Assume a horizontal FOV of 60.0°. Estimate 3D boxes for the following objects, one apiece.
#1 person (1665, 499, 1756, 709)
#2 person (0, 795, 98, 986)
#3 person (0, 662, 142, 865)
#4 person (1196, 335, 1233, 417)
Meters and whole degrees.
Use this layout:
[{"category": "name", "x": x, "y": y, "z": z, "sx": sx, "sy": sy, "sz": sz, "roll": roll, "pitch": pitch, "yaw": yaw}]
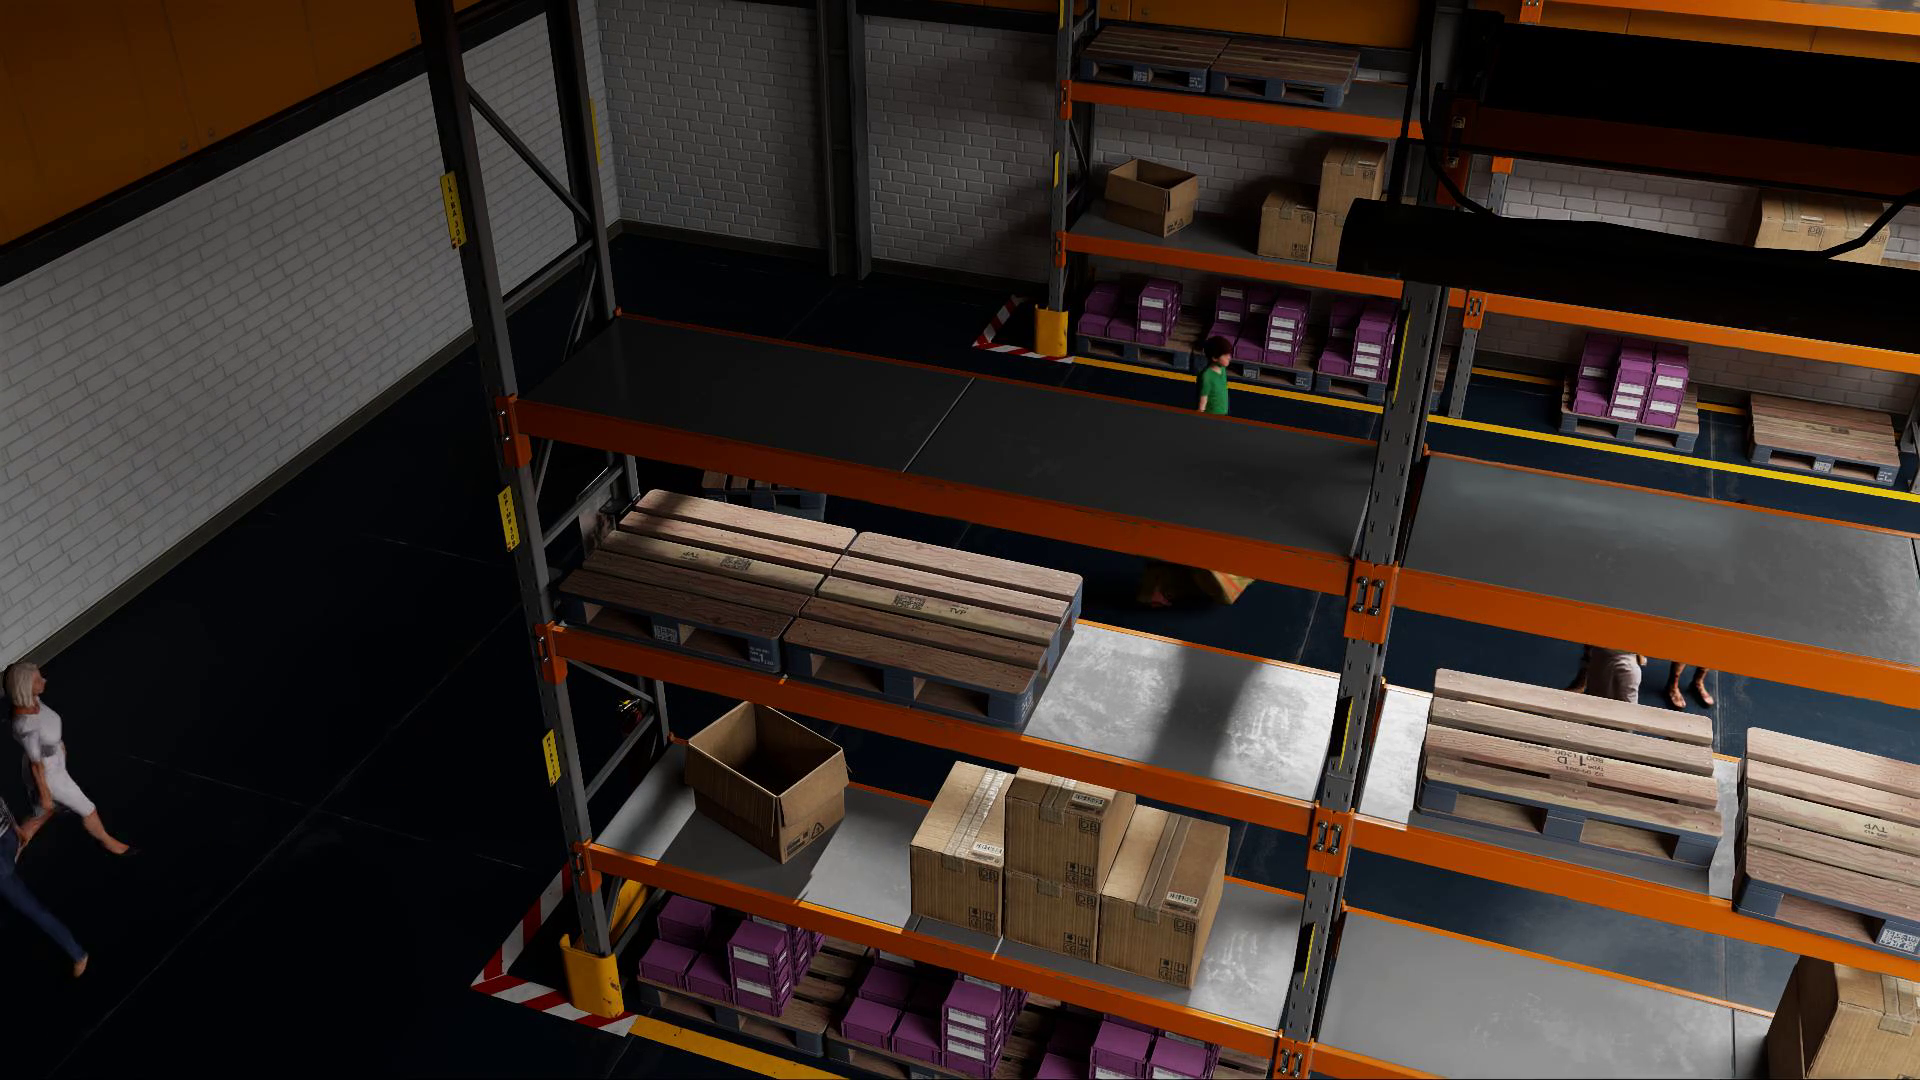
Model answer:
[{"category": "person", "x": 5.382, "y": 0.445, "z": 11.856, "sx": 0.610, "sy": 1.717, "sz": 0.718, "roll": -6, "pitch": 34, "yaw": -9}, {"category": "person", "x": -5.514, "y": 1.894, "z": 9.662, "sx": 1.193, "sy": 1.733, "sz": 0.907, "roll": -2, "pitch": 34, "yaw": -3}, {"category": "person", "x": -5.734, "y": 1.489, "z": 10.294, "sx": 1.127, "sy": 1.708, "sz": 1.089, "roll": -19, "pitch": 38, "yaw": -26}, {"category": "person", "x": 2.036, "y": -0.999, "z": 14.118, "sx": 1.124, "sy": 1.618, "sz": 0.700, "roll": 17, "pitch": 37, "yaw": 23}]
